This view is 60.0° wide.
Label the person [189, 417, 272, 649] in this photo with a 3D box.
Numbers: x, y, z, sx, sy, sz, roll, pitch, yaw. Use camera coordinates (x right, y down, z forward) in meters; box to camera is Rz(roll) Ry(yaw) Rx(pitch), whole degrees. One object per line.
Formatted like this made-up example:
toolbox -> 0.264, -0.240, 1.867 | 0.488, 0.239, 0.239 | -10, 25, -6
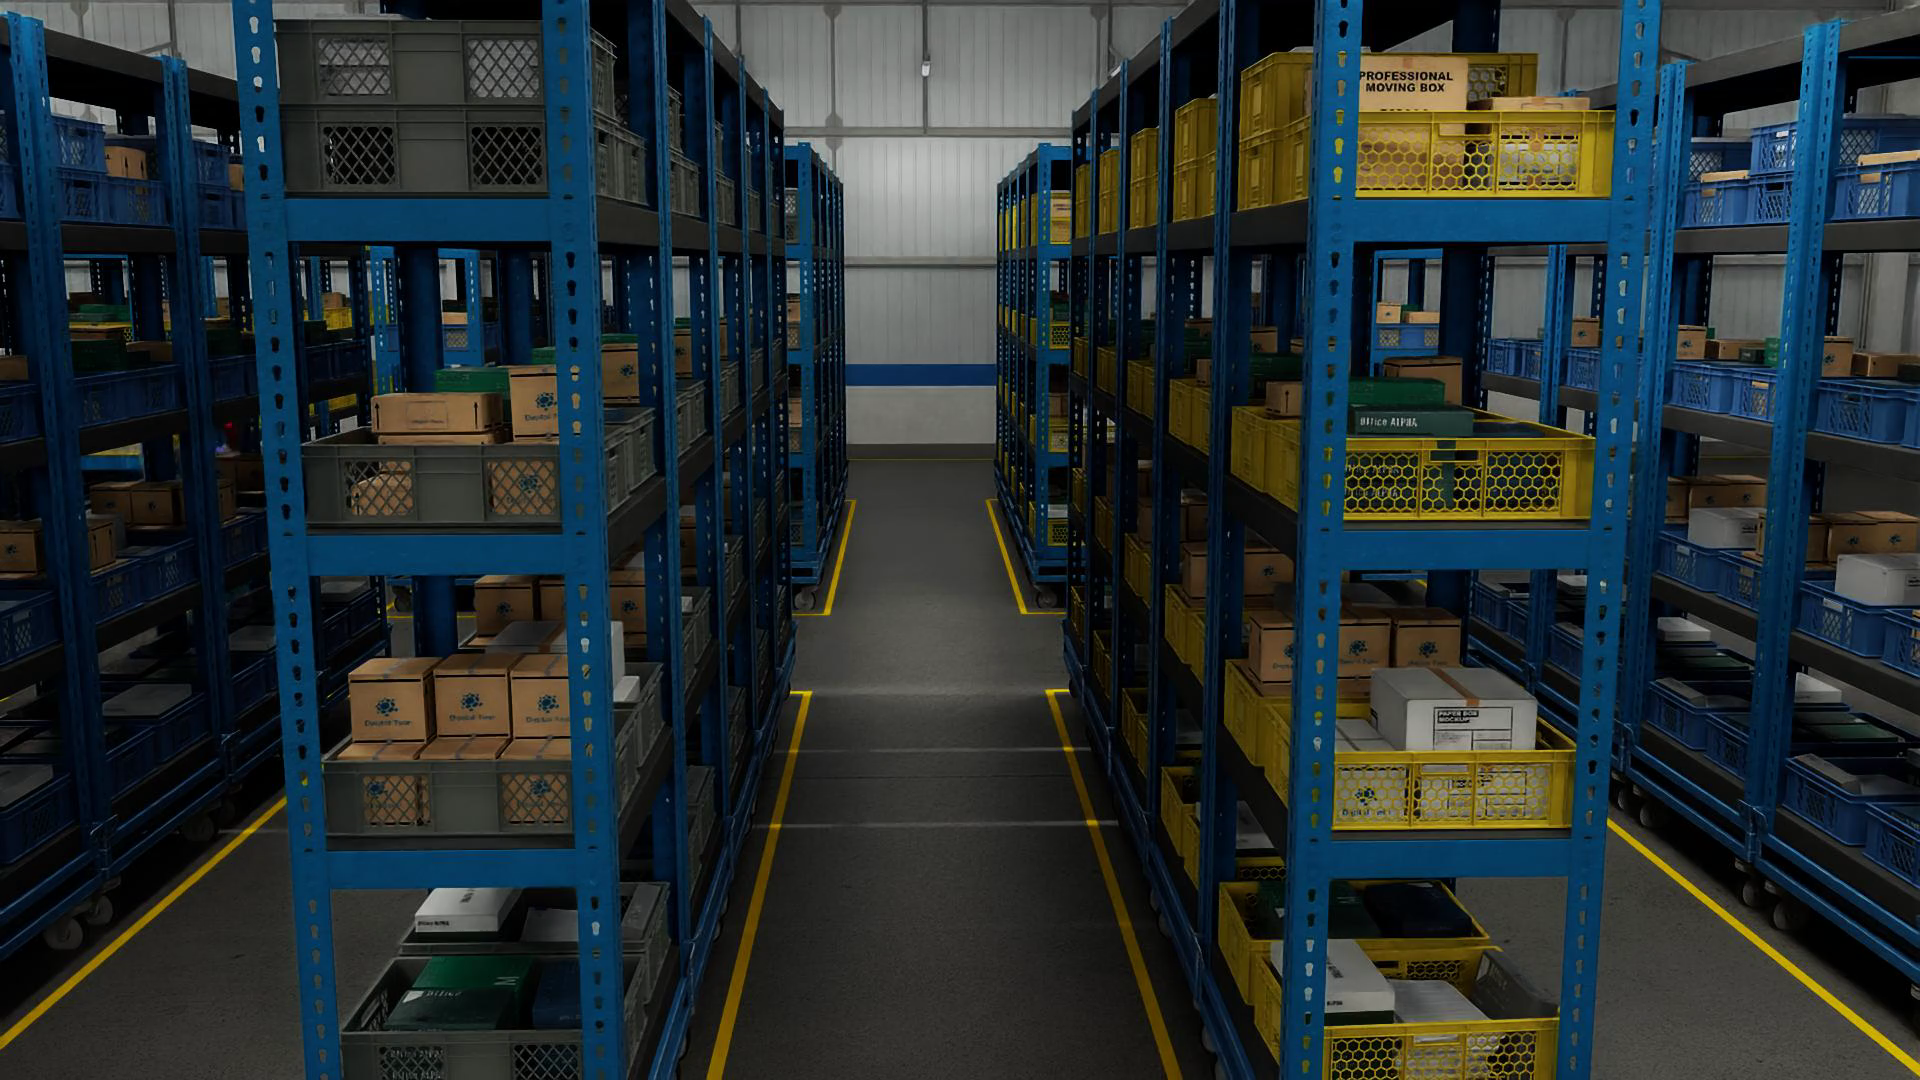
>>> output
person -> -4.748, -0.005, 10.976 | 0.960, 1.801, 0.583 | 0, 9, 2
